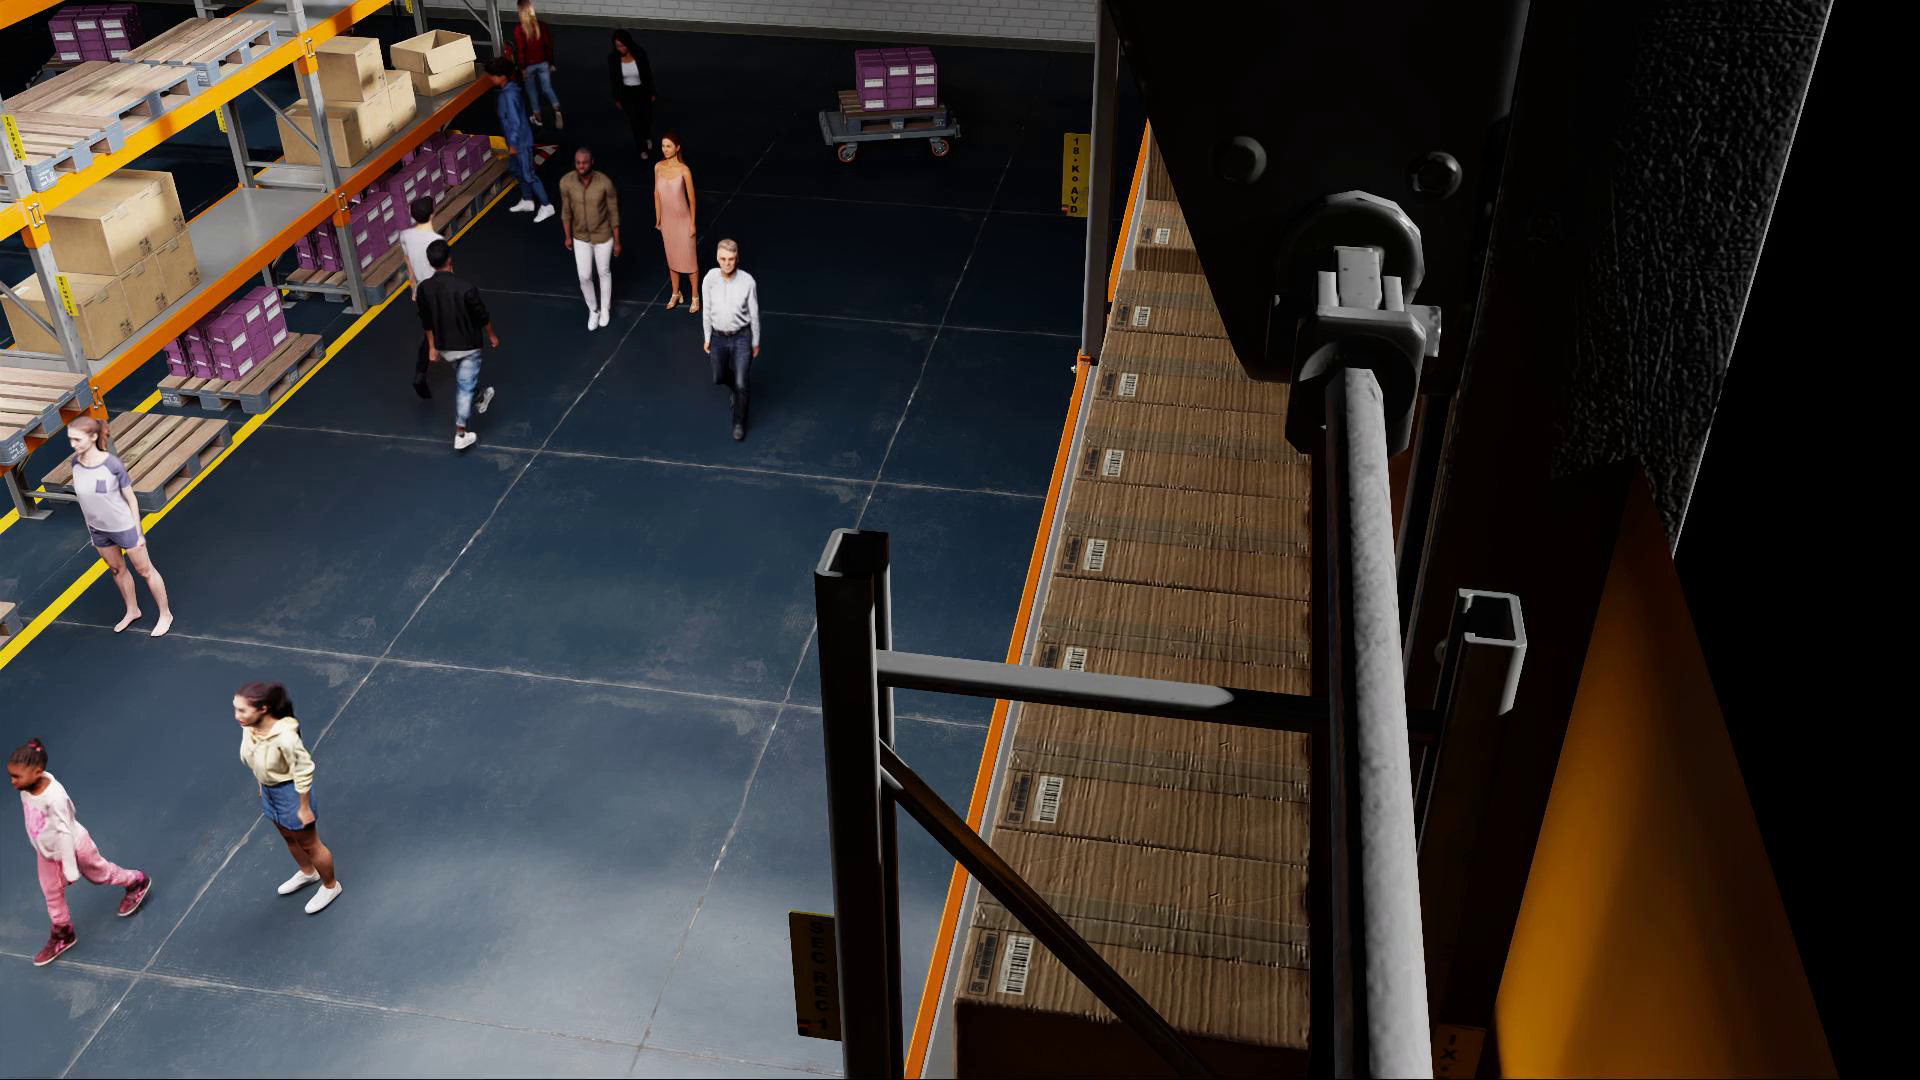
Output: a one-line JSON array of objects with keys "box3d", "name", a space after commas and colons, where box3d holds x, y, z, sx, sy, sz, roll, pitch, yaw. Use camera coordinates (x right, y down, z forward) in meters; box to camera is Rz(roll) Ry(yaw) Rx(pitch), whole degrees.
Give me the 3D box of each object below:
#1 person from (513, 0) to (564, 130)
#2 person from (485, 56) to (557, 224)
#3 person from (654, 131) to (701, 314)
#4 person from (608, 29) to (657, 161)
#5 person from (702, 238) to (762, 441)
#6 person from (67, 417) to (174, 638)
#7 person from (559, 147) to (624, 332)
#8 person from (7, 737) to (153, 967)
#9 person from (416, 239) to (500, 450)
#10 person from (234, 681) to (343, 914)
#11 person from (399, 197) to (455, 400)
[{"box3d": [-5.249, -5.882, 20.700, 0.996, 1.612, 1.046, -22, 40, -30], "name": "person"}, {"box3d": [-4.880, -4.440, 18.366, 0.999, 1.794, 0.900, -14, 36, -19], "name": "person"}, {"box3d": [-2.771, -3.127, 16.357, 0.621, 1.831, 0.564, 11, 35, 17], "name": "person"}, {"box3d": [-3.928, -5.357, 19.934, 0.844, 1.586, 0.892, -14, 36, -20], "name": "person"}, {"box3d": [-1.960, -1.787, 14.363, 0.680, 1.808, 0.894, 4, 34, 6], "name": "person"}, {"box3d": [-6.019, -0.103, 11.866, 0.574, 1.766, 0.536, 7, 34, 10], "name": "person"}, {"box3d": [-3.548, -2.969, 16.136, 0.810, 1.813, 0.753, -1, 34, -2], "name": "person"}, {"box3d": [-5.044, 1.691, 9.479, 0.749, 1.422, 1.038, 16, 37, 22], "name": "person"}, {"box3d": [-4.300, -1.619, 14.153, 0.709, 1.759, 1.178, 6, 34, 10], "name": "person"}, {"box3d": [-3.899, 1.463, 9.633, 0.720, 1.631, 0.699, 22, 39, 30], "name": "person"}, {"box3d": [-4.735, -2.139, 14.865, 0.780, 1.838, 1.123, 11, 35, 16], "name": "person"}]
